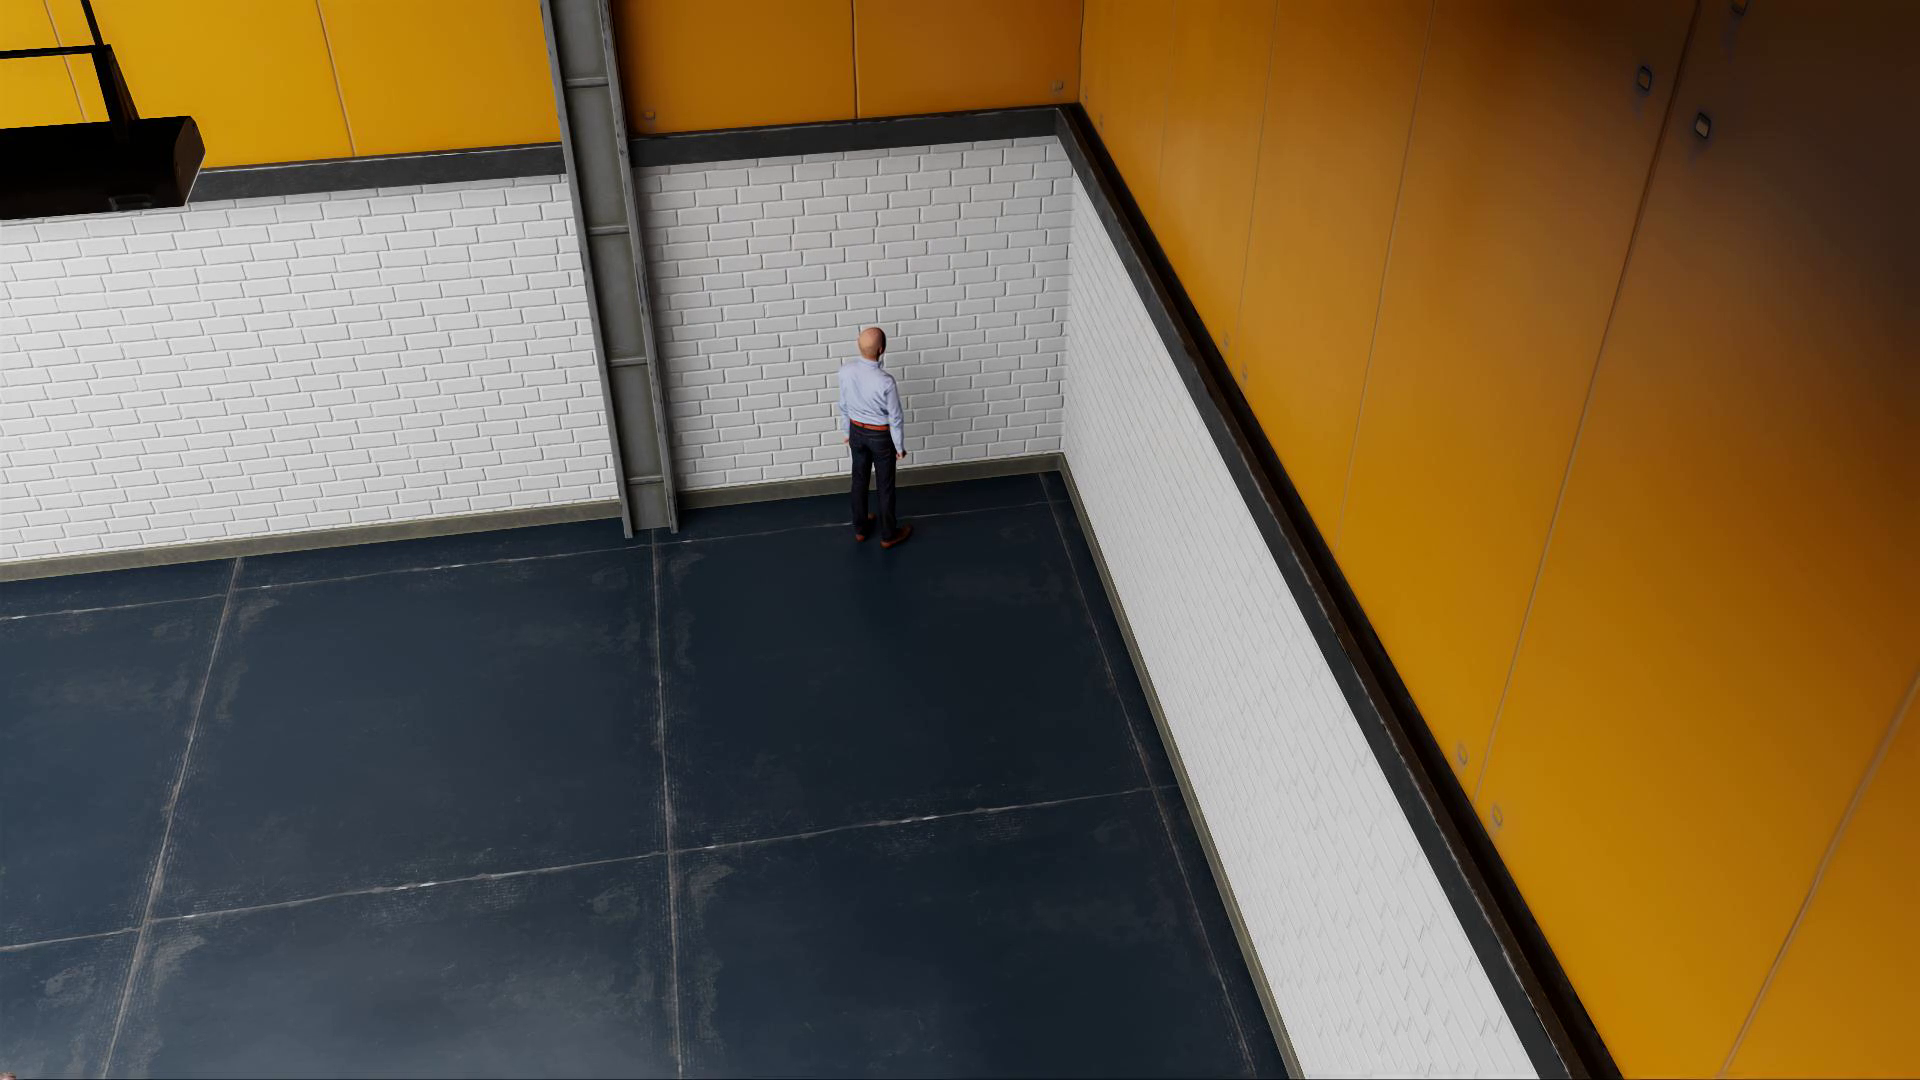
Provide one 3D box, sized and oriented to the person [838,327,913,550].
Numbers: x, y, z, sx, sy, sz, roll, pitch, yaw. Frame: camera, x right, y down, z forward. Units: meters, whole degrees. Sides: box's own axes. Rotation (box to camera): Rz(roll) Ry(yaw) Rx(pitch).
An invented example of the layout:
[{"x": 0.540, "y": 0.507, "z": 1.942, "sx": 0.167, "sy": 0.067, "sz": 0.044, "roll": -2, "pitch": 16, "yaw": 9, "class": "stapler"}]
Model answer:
[{"x": -0.615, "y": -0.725, "z": 11.816, "sx": 0.703, "sy": 1.791, "sz": 0.798, "roll": 17, "pitch": 42, "yaw": 20, "class": "person"}]
